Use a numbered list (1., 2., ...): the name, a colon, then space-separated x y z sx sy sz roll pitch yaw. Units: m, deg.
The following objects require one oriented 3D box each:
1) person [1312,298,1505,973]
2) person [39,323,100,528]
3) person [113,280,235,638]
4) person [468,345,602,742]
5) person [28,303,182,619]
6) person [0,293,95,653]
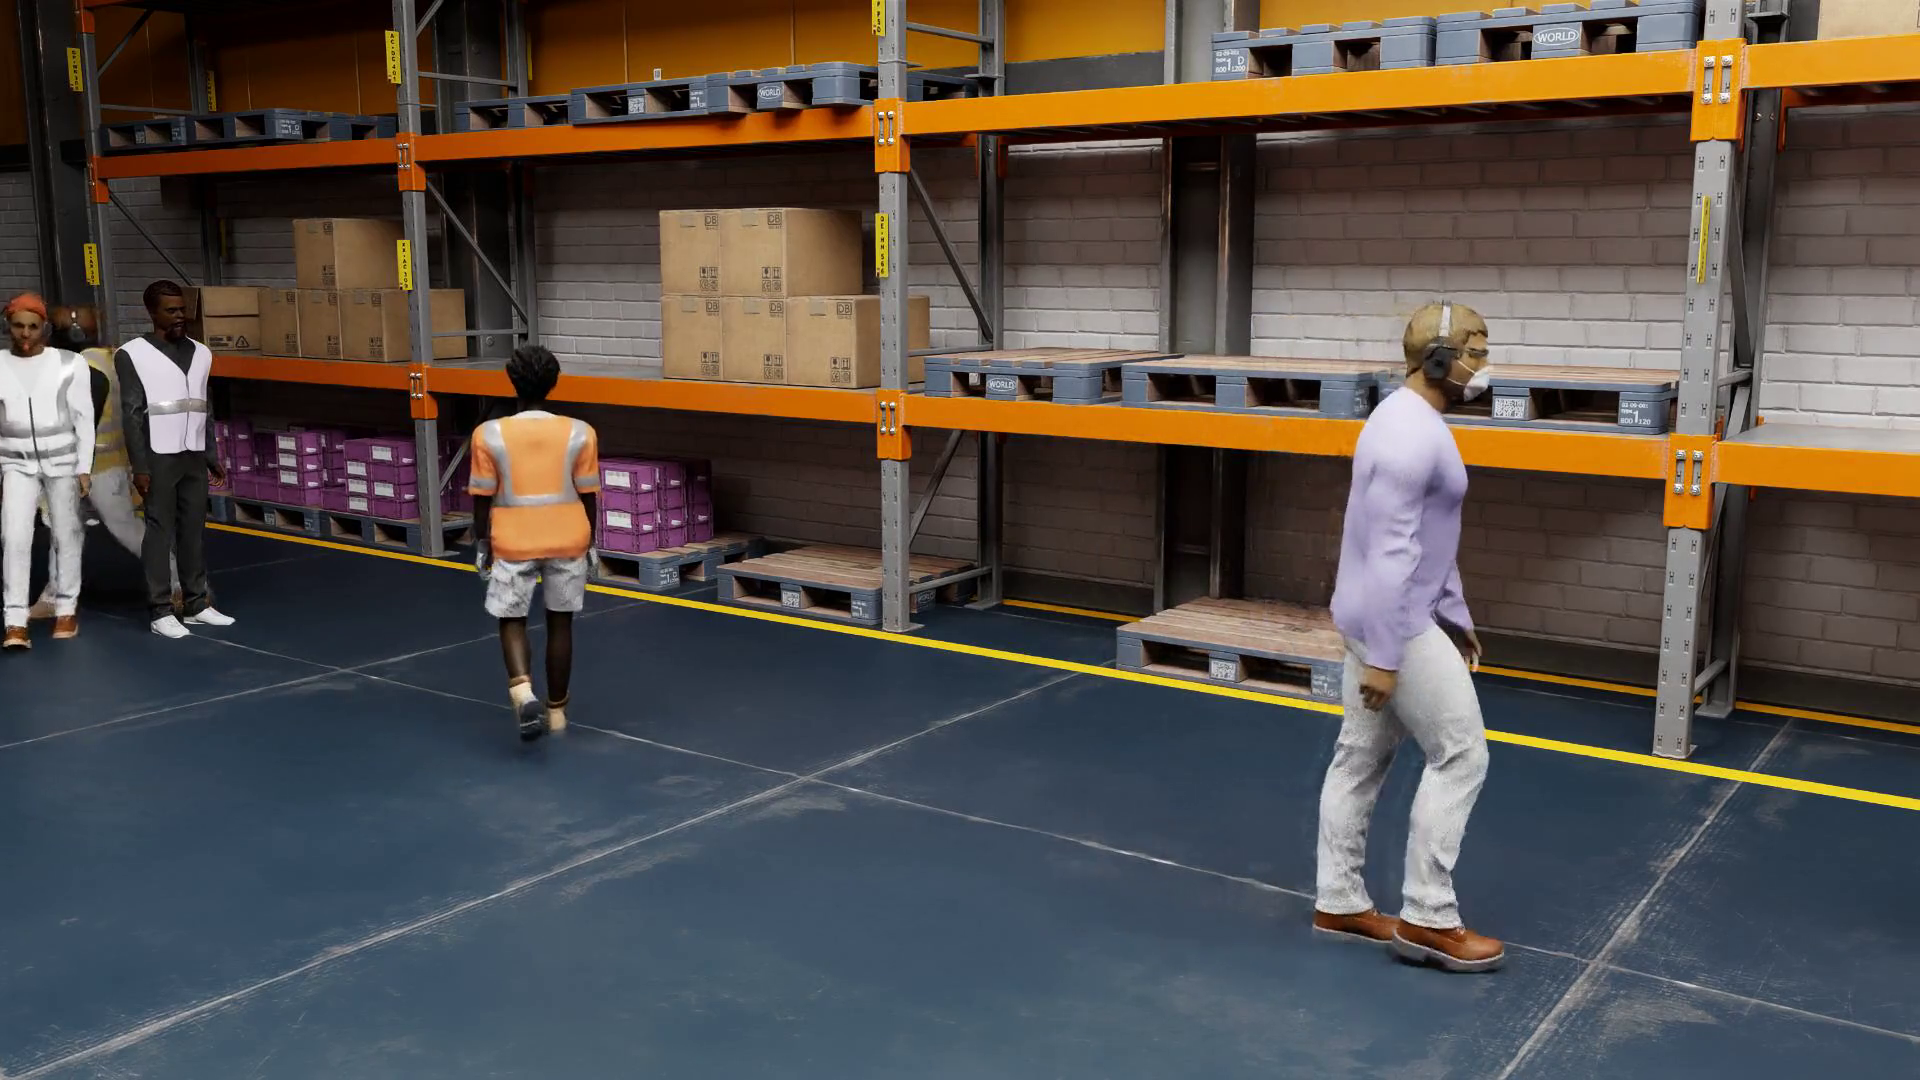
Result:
1. person: 1.360 0.274 4.783 0.692 1.913 0.627 2 10 9
2. person: -6.809 -0.906 12.658 0.331 1.625 0.550 7 12 36
3. person: -4.279 -0.444 9.049 0.392 1.919 0.592 3 10 20
4. person: -1.745 0.035 6.900 0.538 1.679 0.574 -3 10 -17
5. person: -4.852 -0.442 9.424 0.972 1.795 0.624 -4 11 -25
6. person: -4.807 -0.343 8.658 0.570 1.848 0.878 -4 10 -21
